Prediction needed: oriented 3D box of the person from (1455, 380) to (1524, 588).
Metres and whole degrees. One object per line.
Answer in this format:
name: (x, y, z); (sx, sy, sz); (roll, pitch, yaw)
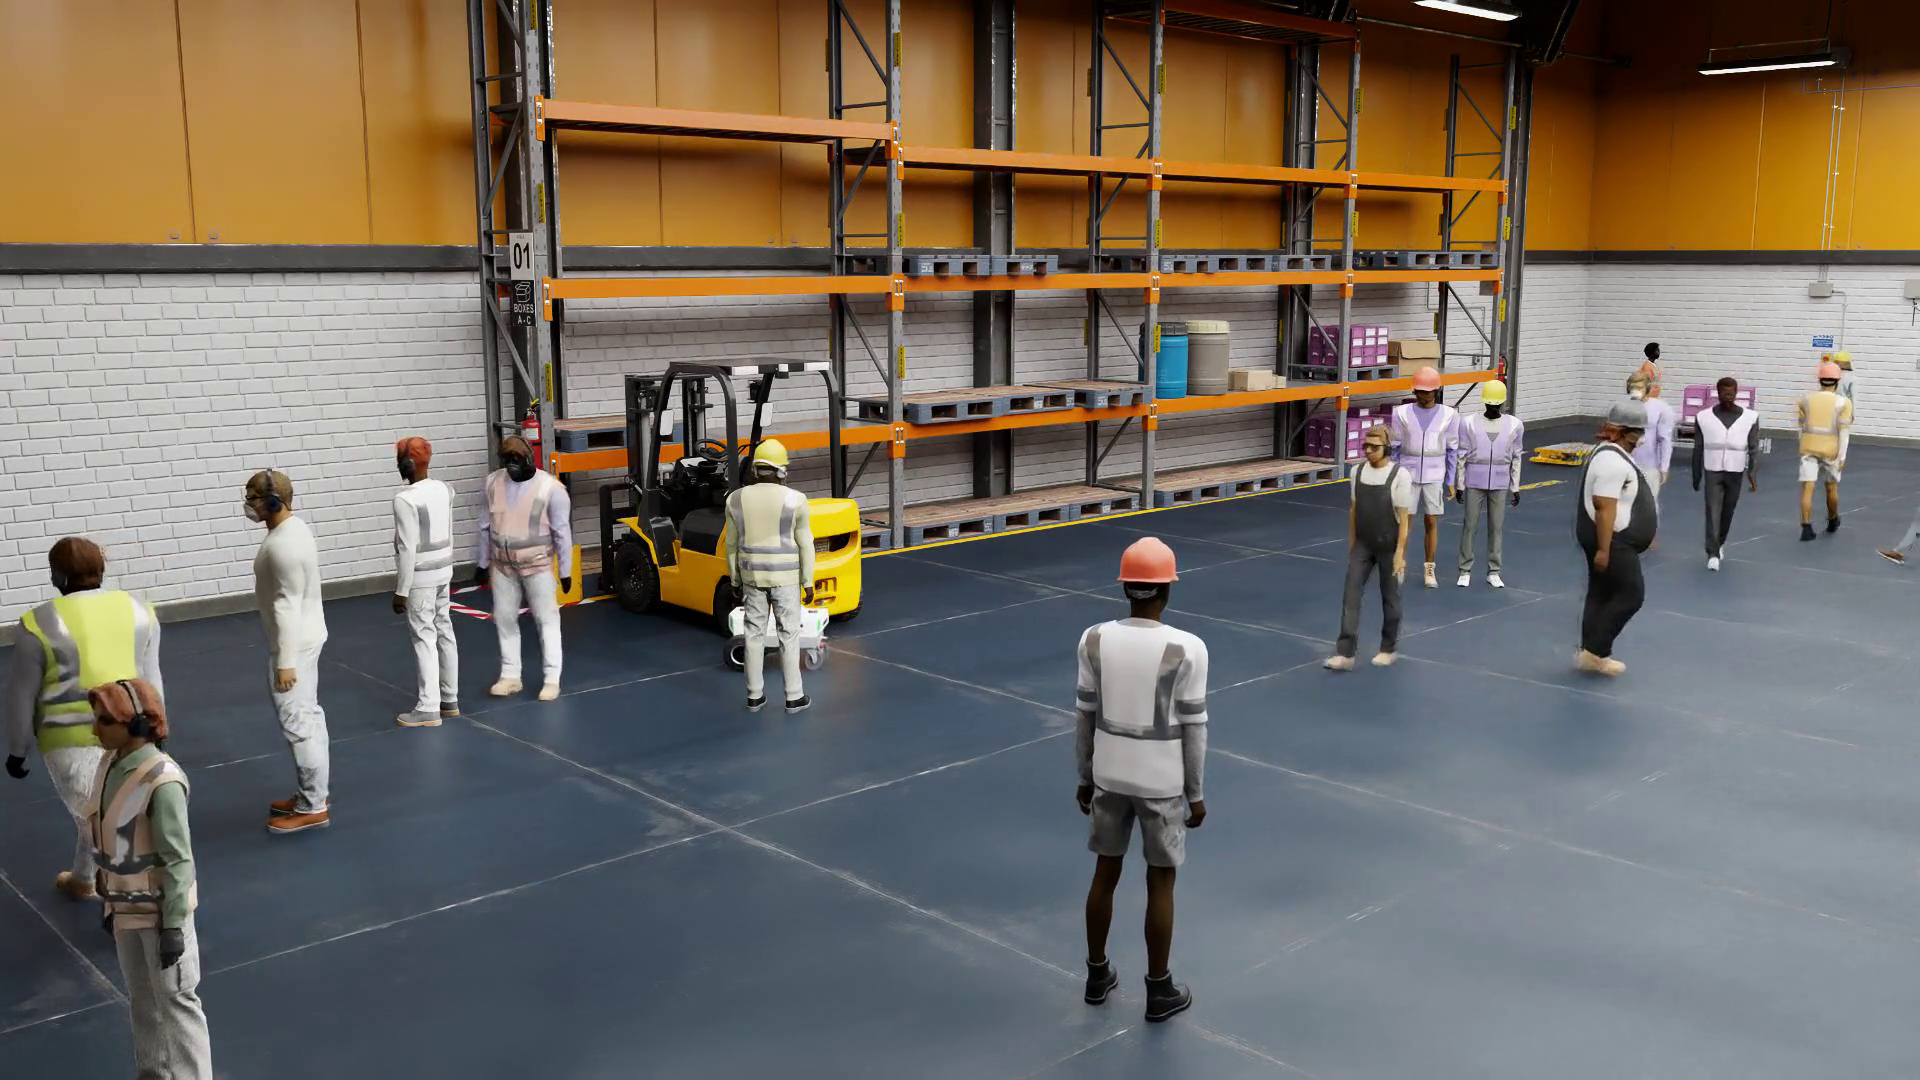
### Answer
person: (4.841, -0.512, 15.241); (0.585, 1.916, 0.388); (2, 10, 9)

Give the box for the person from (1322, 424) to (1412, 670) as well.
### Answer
person: (2.984, 0.075, 12.092); (0.540, 1.809, 0.858); (9, 13, 42)

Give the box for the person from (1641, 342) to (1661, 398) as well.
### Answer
person: (10.752, -2.231, 25.944); (0.315, 1.697, 0.541); (6, 11, 32)

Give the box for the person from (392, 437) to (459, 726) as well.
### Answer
person: (-3.479, 0.267, 10.780); (0.356, 1.883, 0.573); (2, 10, 13)

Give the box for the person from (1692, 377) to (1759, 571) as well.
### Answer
person: (7.505, -0.671, 16.351); (0.589, 1.872, 1.018); (3, 10, 16)

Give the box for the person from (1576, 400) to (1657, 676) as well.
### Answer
person: (4.719, -0.015, 11.968); (0.538, 2.000, 0.715); (3, 10, 16)

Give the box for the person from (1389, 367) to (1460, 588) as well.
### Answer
person: (4.231, -0.566, 15.220); (0.608, 2.033, 0.404); (3, 10, 17)

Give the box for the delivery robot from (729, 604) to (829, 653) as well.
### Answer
delivery robot: (-1.334, 0.624, 12.296); (0.707, 0.478, 0.477); (1, 10, 7)

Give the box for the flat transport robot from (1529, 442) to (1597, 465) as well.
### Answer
flat transport robot: (9.040, -1.276, 24.525); (1.431, 0.197, 0.652); (-9, 14, -44)

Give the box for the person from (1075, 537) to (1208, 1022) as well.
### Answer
person: (0.735, 0.946, 6.706); (0.556, 1.925, 0.412); (6, 11, 32)

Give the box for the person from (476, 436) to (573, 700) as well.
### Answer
person: (-2.990, 0.188, 11.423); (0.708, 1.832, 0.433); (3, 10, 18)

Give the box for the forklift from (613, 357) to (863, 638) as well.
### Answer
forklift: (-1.847, -0.414, 13.852); (1.214, 2.155, 2.313); (-9, 13, -42)

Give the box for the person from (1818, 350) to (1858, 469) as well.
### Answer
person: (12.303, -1.801, 23.336); (0.502, 1.727, 0.379); (7, 12, 36)

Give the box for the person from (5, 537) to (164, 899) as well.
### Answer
person: (-3.956, 0.873, 7.538); (0.994, 1.790, 0.634); (6, 11, 32)

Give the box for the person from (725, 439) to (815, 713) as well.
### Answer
person: (-1.249, 0.243, 11.072); (0.599, 1.827, 0.404); (2, 10, 11)

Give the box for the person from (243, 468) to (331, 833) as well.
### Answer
person: (-3.556, 0.576, 8.839); (0.368, 1.932, 0.632); (-3, 10, -18)

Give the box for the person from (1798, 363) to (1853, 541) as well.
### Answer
person: (9.328, -0.964, 17.953); (0.546, 1.884, 0.998); (8, 12, 39)

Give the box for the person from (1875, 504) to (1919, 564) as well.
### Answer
person: (9.447, -0.506, 16.139); (0.847, 1.582, 0.513); (2, 10, 9)

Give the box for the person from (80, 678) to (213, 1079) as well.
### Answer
person: (-2.762, 1.266, 5.654); (0.527, 1.634, 0.309); (8, 12, 39)

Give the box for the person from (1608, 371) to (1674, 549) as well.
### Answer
person: (6.835, -0.755, 16.723); (0.637, 1.918, 0.876); (6, 12, 32)
